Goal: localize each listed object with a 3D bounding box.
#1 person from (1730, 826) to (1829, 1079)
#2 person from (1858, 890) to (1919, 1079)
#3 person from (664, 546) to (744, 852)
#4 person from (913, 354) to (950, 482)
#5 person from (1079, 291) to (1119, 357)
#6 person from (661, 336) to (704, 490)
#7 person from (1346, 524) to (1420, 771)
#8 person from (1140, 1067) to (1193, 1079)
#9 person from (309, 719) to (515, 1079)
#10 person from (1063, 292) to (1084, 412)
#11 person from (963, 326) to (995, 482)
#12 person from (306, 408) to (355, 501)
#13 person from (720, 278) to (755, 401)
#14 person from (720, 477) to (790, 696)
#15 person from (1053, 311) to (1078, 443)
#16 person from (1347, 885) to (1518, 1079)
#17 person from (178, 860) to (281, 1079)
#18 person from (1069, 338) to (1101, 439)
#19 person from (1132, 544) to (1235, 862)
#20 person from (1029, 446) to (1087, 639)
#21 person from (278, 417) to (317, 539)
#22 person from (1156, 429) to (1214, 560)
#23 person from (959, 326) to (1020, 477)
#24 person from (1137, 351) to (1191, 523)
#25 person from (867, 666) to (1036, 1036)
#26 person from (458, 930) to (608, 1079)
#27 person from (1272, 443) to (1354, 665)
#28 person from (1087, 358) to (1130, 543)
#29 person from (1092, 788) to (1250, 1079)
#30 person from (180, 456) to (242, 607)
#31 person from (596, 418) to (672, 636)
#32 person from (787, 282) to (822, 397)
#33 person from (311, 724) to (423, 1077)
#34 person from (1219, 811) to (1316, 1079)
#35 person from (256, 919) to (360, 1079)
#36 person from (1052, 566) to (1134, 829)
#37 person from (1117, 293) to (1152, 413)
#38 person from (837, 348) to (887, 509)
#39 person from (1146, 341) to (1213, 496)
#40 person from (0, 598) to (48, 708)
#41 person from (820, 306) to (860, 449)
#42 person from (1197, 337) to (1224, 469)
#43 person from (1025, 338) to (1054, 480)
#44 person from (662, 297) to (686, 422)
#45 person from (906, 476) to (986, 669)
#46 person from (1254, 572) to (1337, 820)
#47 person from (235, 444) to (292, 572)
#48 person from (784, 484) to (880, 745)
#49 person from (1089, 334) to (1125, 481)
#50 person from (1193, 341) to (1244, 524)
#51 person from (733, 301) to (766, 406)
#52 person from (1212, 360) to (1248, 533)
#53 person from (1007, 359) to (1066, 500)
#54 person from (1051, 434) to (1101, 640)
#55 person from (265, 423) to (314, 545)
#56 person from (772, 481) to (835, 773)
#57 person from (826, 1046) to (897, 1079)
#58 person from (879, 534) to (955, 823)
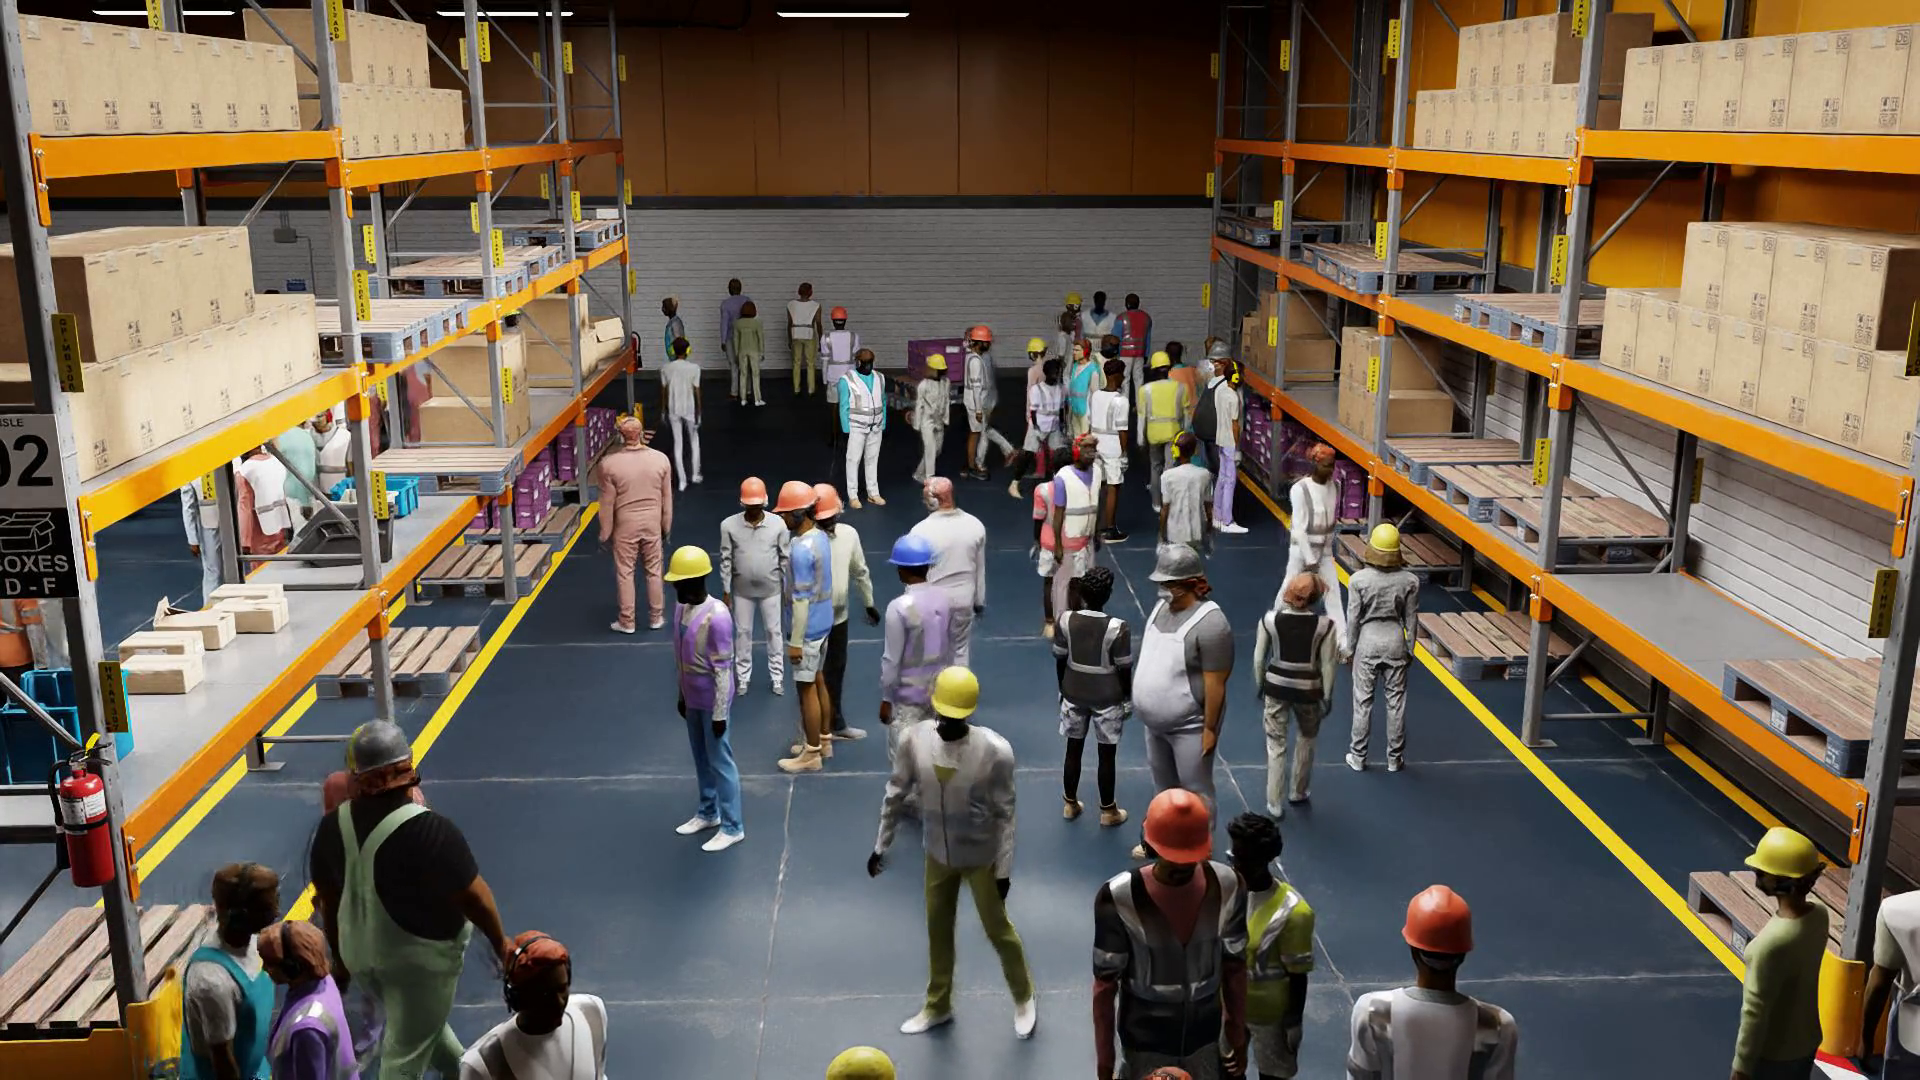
[{"bbox_3d":[3.196,1.968,6.566,0.527,1.759,0.344,-12,19,-39],"label":"person"},{"bbox_3d":[3.795,1.958,6.445,0.560,1.836,0.393,4,15,14],"label":"person"},{"bbox_3d":[-1.585,0.961,10.202,0.398,1.918,0.585,-10,18,-35],"label":"person"},{"bbox_3d":[-0.383,-1.417,19.964,0.683,1.703,0.508,14,20,43],"label":"person"},{"bbox_3d":[2.041,-2.768,24.868,0.622,1.892,0.594,4,15,16],"label":"person"},{"bbox_3d":[-3.390,-1.562,20.261,0.530,1.842,0.775,-1,14,-2],"label":"person"},{"bbox_3d":[2.883,0.738,11.410,0.485,1.746,0.289,2,14,6],"label":"person"},{"bbox_3d":[0.490,2.399,4.737,0.584,1.849,0.695,7,16,26],"label":"person"},{"bbox_3d":[-2.296,1.682,7.116,0.712,2.000,1.025,7,16,26],"label":"person"},{"bbox_3d":[1.754,-2.873,25.435,0.403,1.824,0.593,-1,14,-3],"label":"person"},{"bbox_3d":[0.234,-1.685,20.559,0.388,1.930,0.544,-1,14,-3],"label":"person"},{"bbox_3d":[-5.991,-0.432,15.829,0.561,1.835,0.371,1,14,2],"label":"person"},{"bbox_3d":[-3.529,-3.185,26.440,0.627,1.933,0.369,-13,19,-41],"label":"person"},{"bbox_3d":[-1.578,0.360,12.898,0.566,1.744,0.350,-1,14,-3],"label":"person"},{"bbox_3d":[1.539,-2.226,22.880,0.665,1.824,0.550,1,14,3],"label":"person"},{"bbox_3d":[1.592,2.101,5.705,0.547,1.929,0.386,5,15,18],"label":"person"},{"bbox_3d":[-2.710,2.027,6.270,1.022,1.781,0.536,-1,14,-4],"label":"person"},{"bbox_3d":[1.503,-1.511,20.035,0.390,1.848,0.563,-6,16,-23],"label":"person"},{"bbox_3d":[1.273,0.999,9.798,0.536,2.000,0.687,-7,16,-26],"label":"person"},{"bbox_3d":[0.883,0.040,14.270,0.567,1.685,0.332,0,14,1],"label":"person"},{"bbox_3d":[-6.138,-0.404,15.512,0.354,1.938,0.636,-5,15,-20],"label":"person"},{"bbox_3d":[1.933,-0.003,14.114,0.551,1.850,0.589,-7,16,-27],"label":"person"},{"bbox_3d":[0.368,-1.738,20.809,0.699,1.915,0.656,-3,15,-11],"label":"person"},{"bbox_3d":[2.278,-1.155,18.599,0.608,1.884,0.937,2,14,6],"label":"person"},{"bbox_3d":[-0.029,1.493,8.099,0.792,1.926,0.540,8,16,28],"label":"person"},{"bbox_3d":[-1.357,2.168,5.516,0.341,1.883,0.587,10,18,35],"label":"person"},{"bbox_3d":[2.933,0.106,13.723,0.576,1.824,1.061,-9,17,-31],"label":"person"},{"bbox_3d":[1.580,-0.953,17.634,0.385,1.957,0.603,-10,17,-35],"label":"person"},{"bbox_3d":[0.813,1.887,6.341,0.617,2.029,0.409,-3,15,-12],"label":"person"},{"bbox_3d":[-6.413,-0.094,14.361,0.398,1.909,0.600,8,16,29],"label":"person"},{"bbox_3d":[-2.833,-0.117,14.482,0.691,1.897,0.402,-9,17,-31],"label":"person"},{"bbox_3d":[-2.499,-3.218,26.775,0.573,1.831,0.407,2,14,8],"label":"person"},{"bbox_3d":[-2.737,1.622,7.994,0.550,1.710,0.824,6,15,22],"label":"person"},{"bbox_3d":[1.218,1.915,6.905,0.321,1.690,0.540,-12,19,-40],"label":"person"},{"bbox_3d":[-2.351,2.147,6.108,0.315,1.631,0.525,-5,15,-19],"label":"person"},{"bbox_3d":[0.848,0.990,10.518,0.540,1.696,0.315,8,16,28],"label":"person"},{"bbox_3d":[2.587,-2.801,25.137,0.642,1.836,0.430,-7,16,-26],"label":"person"},{"bbox_3d":[-1.097,-1.294,19.197,0.627,1.844,0.429,-10,17,-35],"label":"person"},{"bbox_3d":[2.675,-1.414,19.632,1.004,1.866,0.604,10,18,35],"label":"person"},{"bbox_3d":[-6.309,0.753,11.021,0.581,1.919,0.394,2,14,6],"label":"person"},{"bbox_3d":[-1.617,-2.206,22.581,0.544,1.939,0.353,-3,15,-10],"label":"person"},{"bbox_3d":[3.034,-1.563,20.276,0.357,1.835,0.516,-1,14,-4],"label":"person"},{"bbox_3d":[0.987,-1.639,20.735,0.381,1.754,0.538,10,17,34],"label":"person"},{"bbox_3d":[-4.207,-2.658,24.545,0.326,1.842,0.517,-3,15,-12],"label":"person"},{"bbox_3d":[-0.079,0.466,12.204,0.670,1.885,0.570,-8,17,-30],"label":"person"},{"bbox_3d":[2.158,0.979,10.726,0.515,1.617,0.576,4,15,14],"label":"person"},{"bbox_3d":[-5.947,-0.064,14.245,0.410,1.908,0.598,3,15,10],"label":"person"},{"bbox_3d":[-0.908,0.535,11.781,0.447,1.970,0.787,13,19,41],"label":"person"},{"bbox_3d":[1.789,-1.645,20.646,0.683,1.814,0.647,-9,17,-31],"label":"person"},{"bbox_3d":[2.835,-1.184,18.365,0.535,2.000,0.688,-1,14,-6],"label":"person"},{"bbox_3d":[-3.286,-2.905,25.935,0.501,1.632,0.280,4,15,14],"label":"person"},{"bbox_3d":[2.944,-1.013,18.030,0.328,1.875,0.513,-3,15,-13],"label":"person"},{"bbox_3d":[0.970,-1.305,19.630,0.720,1.649,0.464,-11,18,-37],"label":"person"},{"bbox_3d":[0.989,-0.012,14.203,0.420,1.829,0.592,13,19,42],"label":"person"},{"bbox_3d":[-6.925,-0.869,17.394,0.822,1.926,0.363,7,16,24],"label":"person"},{"bbox_3d":[-1.071,0.593,11.431,0.407,2.029,0.609,2,14,7],"label":"person"},{"bbox_3d":[-0.316,2.348,5.110,0.329,1.737,0.486,1,14,5],"label":"person"},{"bbox_3d":[-0.214,0.920,10.334,0.726,1.930,0.630,10,17,34],"label":"person"}]
